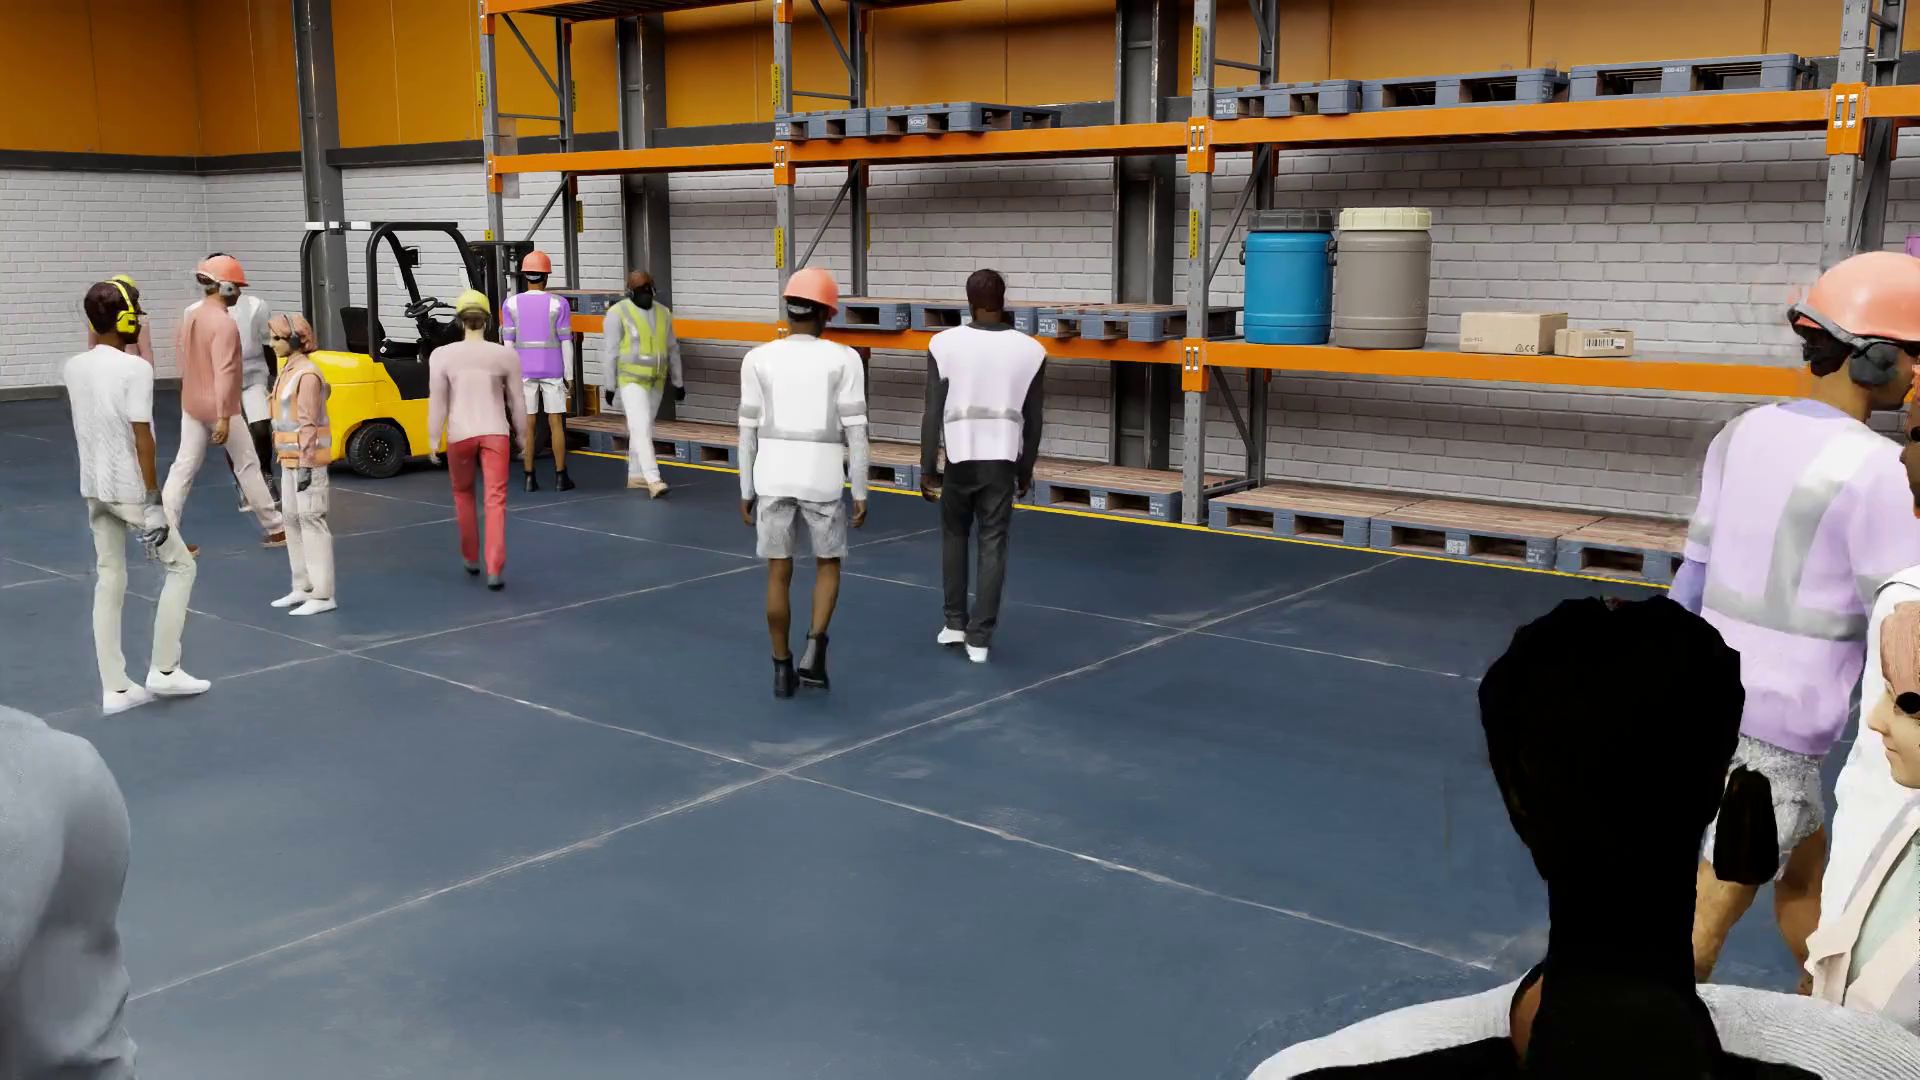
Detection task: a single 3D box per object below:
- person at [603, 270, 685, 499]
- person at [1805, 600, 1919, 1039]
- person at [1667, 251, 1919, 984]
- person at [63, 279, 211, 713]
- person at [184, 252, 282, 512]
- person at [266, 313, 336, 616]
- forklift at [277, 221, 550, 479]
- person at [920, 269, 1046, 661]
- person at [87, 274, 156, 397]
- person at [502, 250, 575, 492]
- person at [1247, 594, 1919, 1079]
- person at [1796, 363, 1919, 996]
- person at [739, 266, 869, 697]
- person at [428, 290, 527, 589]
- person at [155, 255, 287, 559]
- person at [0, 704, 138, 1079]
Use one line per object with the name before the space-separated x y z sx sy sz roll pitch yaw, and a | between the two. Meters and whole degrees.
person | -2.459 -1.236 13.214 0.868 1.783 0.688 7 13 36
person | 1.139 0.867 1.942 0.306 1.637 0.523 3 11 14
person | 1.919 0.373 3.705 1.022 1.987 0.665 -1 10 -3
person | -3.559 -0.193 7.219 0.565 1.850 0.603 4 11 22
person | -5.352 -1.152 12.313 0.653 1.932 0.508 -5 11 -25
person | -3.574 -0.405 9.020 0.330 1.634 0.521 -7 12 -35
forklift | -4.922 -1.741 14.854 1.214 2.155 2.313 8 13 38
person | 0.102 -0.368 8.108 0.619 1.876 0.616 -1 10 -7
person | -6.950 -1.317 13.758 0.585 1.740 0.482 0 10 -3
person | -3.384 -1.353 13.410 0.549 1.936 0.376 -1 10 -4
person | 0.390 0.901 1.153 0.527 1.853 0.472 -1 10 -5
person | 1.623 0.622 2.654 0.589 1.869 0.544 -7 12 -33
person | -0.691 -0.245 7.349 0.585 1.908 0.502 1 10 3
person | -2.844 -0.604 9.841 0.550 1.717 0.859 -3 11 -15
person | -4.768 -0.852 10.689 0.636 1.924 1.067 8 13 38
person | -1.038 0.832 1.515 1.023 1.861 0.698 7 12 32
